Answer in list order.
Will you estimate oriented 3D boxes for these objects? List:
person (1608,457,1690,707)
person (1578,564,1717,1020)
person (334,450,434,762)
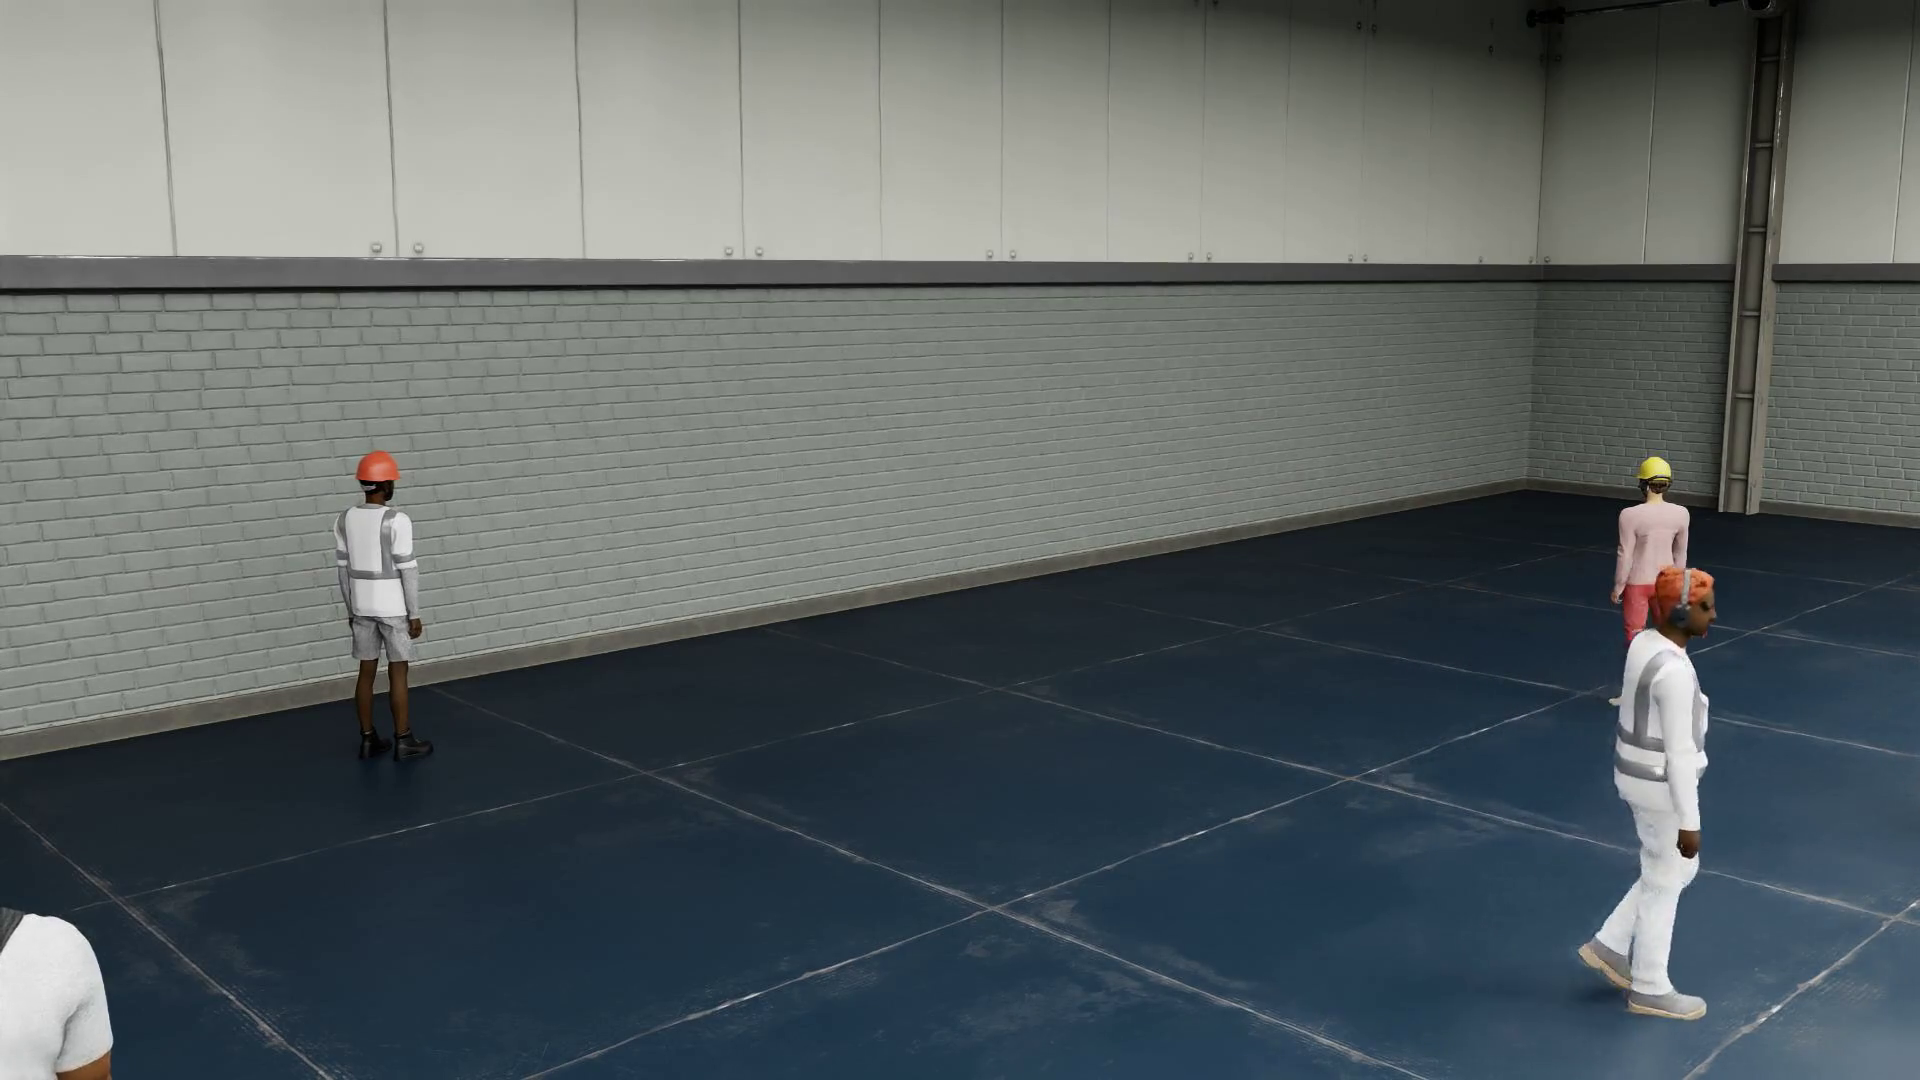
[{"bbox_3d":[4.765,0.306,11.521,0.531,1.768,0.311,-2,9,-10],"label":"person"},{"bbox_3d":[2.853,1.025,6.712,0.402,1.876,0.615,2,9,12],"label":"person"},{"bbox_3d":[-3.580,0.412,10.332,0.546,1.938,0.360,3,10,17],"label":"person"}]
